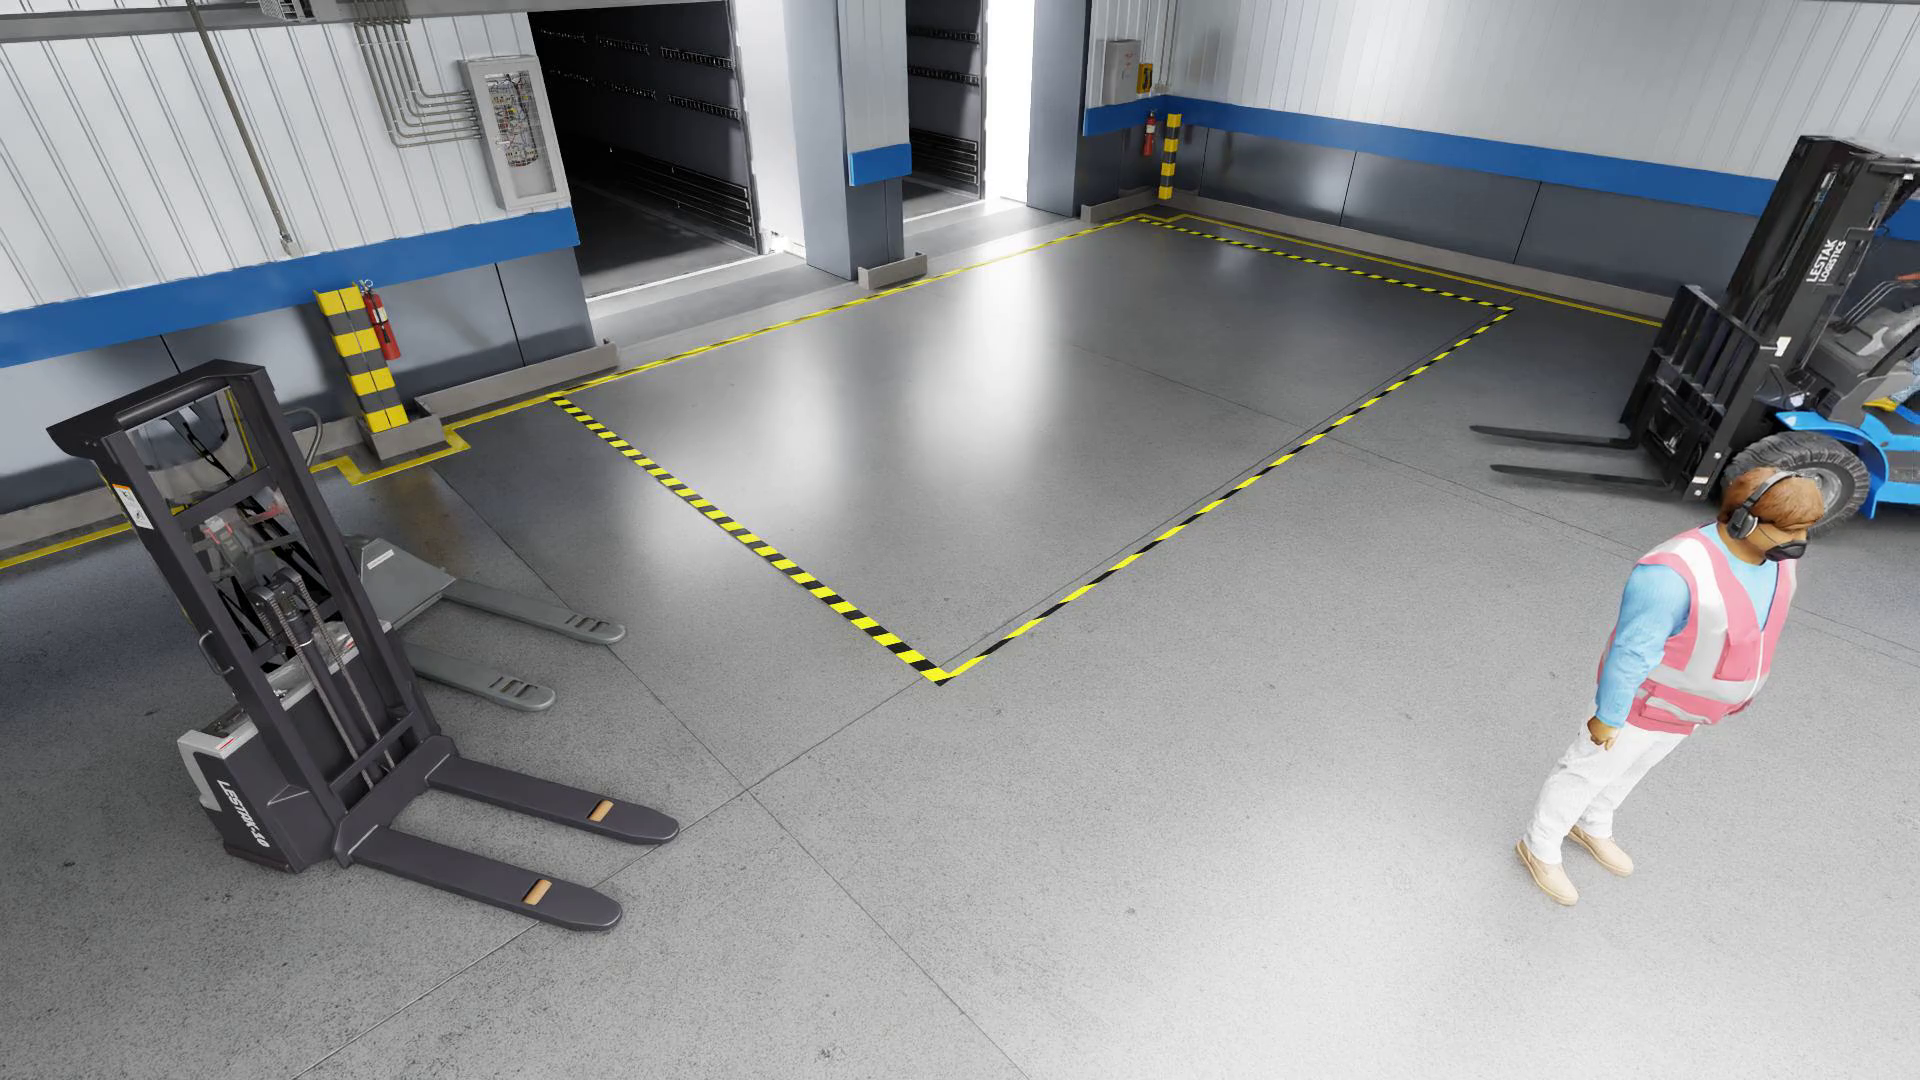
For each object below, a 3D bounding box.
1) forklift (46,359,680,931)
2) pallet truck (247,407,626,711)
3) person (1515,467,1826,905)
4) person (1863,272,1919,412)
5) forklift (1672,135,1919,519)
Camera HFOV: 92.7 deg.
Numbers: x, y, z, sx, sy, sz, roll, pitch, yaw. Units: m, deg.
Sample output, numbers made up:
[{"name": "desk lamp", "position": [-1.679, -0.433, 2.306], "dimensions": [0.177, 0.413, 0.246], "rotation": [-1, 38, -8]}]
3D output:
[{"name": "forklift", "position": [-2.135, 0.422, 3.354], "dimensions": [1.885, 1.965, 0.823], "rotation": [10, 35, 14]}, {"name": "pallet truck", "position": [-2.628, 0.038, 4.590], "dimensions": [1.601, 1.201, 0.680], "rotation": [12, 36, 18]}, {"name": "person", "position": [2.518, 0.563, 3.283], "dimensions": [0.621, 1.844, 0.429], "rotation": [-13, 36, -18]}, {"name": "person", "position": [5.929, -1.376, 5.348], "dimensions": [1.002, 1.293, 0.635], "rotation": [7, 35, 10]}, {"name": "forklift", "position": [5.987, -1.210, 5.437], "dimensions": [2.680, 2.036, 1.157], "rotation": [7, 35, 10]}]
